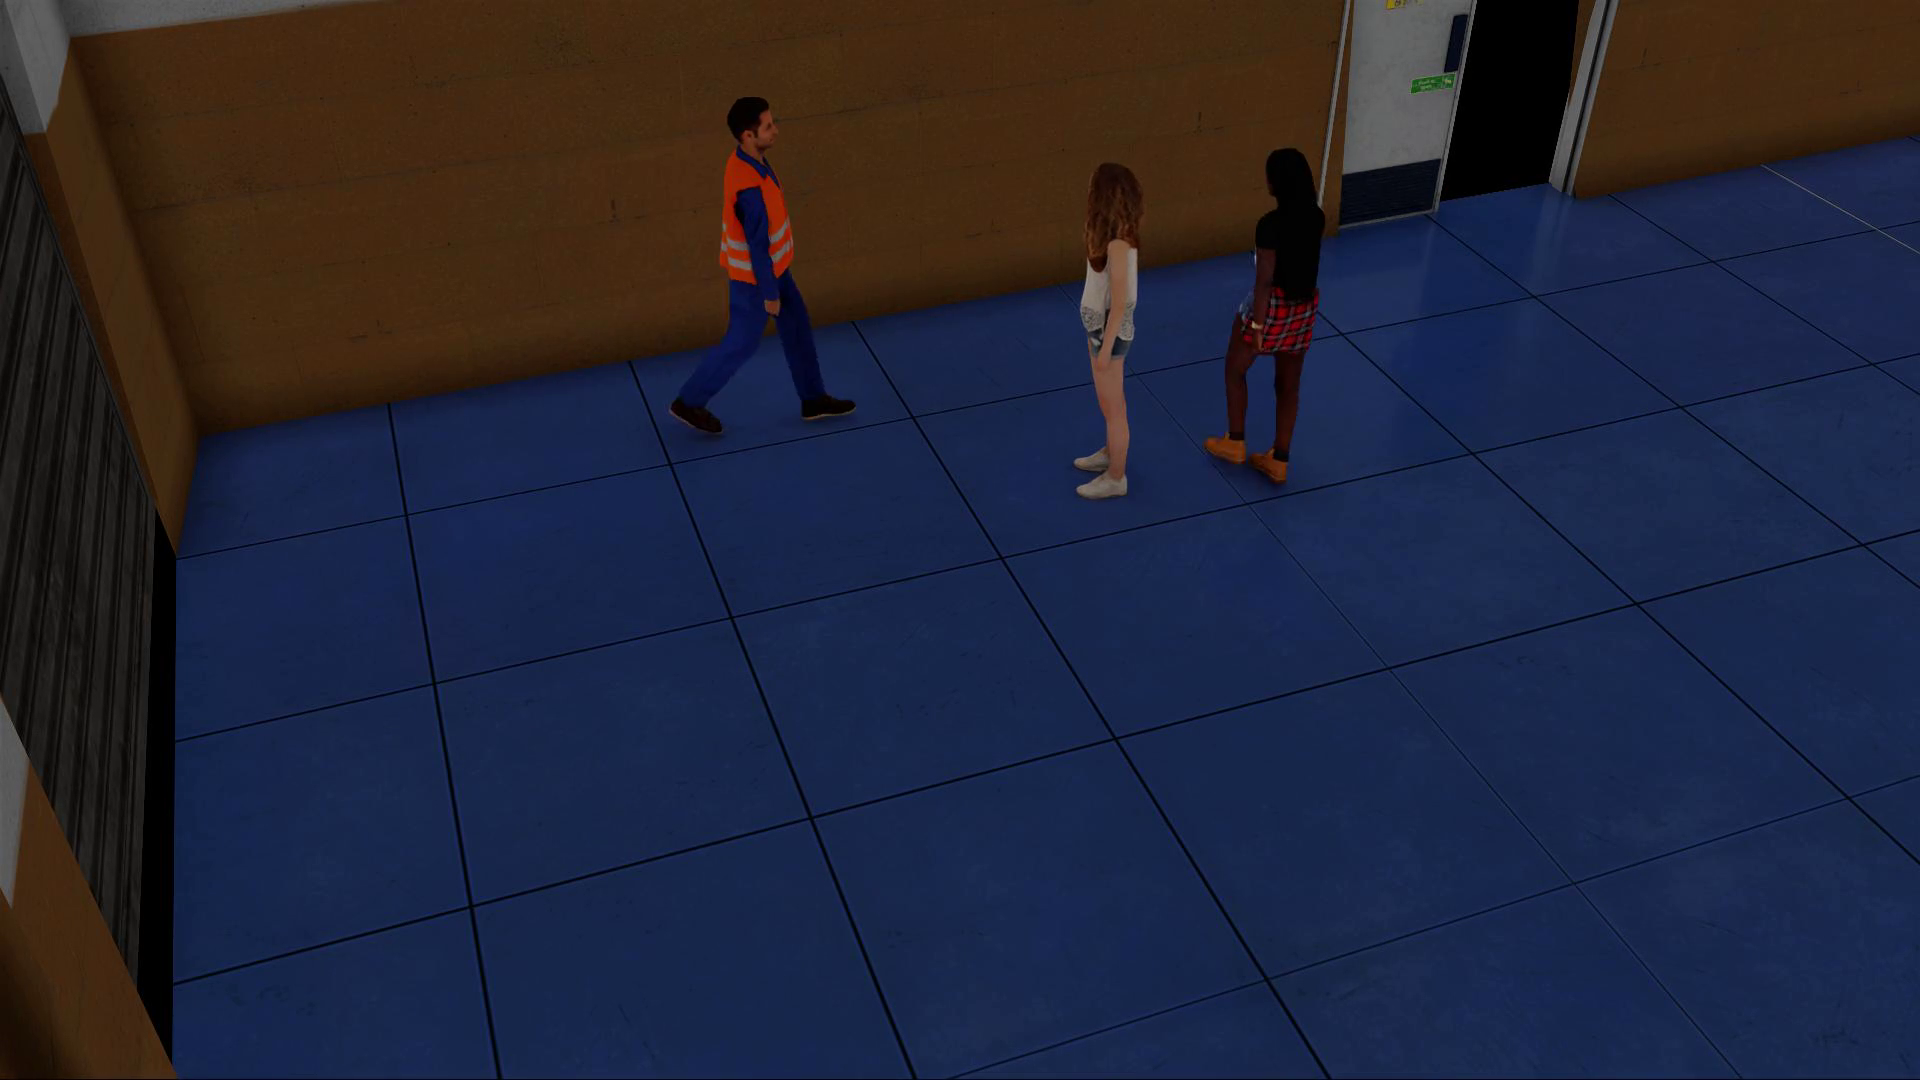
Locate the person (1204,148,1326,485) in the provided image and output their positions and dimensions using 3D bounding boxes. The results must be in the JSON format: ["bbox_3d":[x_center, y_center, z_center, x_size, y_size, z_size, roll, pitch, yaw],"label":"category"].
[{"bbox_3d":[1.623,-1.019,8.095,0.722,1.695,0.800,-26,44,-31],"label":"person"}]

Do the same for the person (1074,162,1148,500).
[{"bbox_3d":[0.734,-0.992,8.007,0.702,1.756,0.576,2,37,3],"label":"person"}]

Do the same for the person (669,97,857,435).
[{"bbox_3d":[-1.110,-1.315,8.381,0.964,1.824,1.231,-3,37,-5],"label":"person"}]
